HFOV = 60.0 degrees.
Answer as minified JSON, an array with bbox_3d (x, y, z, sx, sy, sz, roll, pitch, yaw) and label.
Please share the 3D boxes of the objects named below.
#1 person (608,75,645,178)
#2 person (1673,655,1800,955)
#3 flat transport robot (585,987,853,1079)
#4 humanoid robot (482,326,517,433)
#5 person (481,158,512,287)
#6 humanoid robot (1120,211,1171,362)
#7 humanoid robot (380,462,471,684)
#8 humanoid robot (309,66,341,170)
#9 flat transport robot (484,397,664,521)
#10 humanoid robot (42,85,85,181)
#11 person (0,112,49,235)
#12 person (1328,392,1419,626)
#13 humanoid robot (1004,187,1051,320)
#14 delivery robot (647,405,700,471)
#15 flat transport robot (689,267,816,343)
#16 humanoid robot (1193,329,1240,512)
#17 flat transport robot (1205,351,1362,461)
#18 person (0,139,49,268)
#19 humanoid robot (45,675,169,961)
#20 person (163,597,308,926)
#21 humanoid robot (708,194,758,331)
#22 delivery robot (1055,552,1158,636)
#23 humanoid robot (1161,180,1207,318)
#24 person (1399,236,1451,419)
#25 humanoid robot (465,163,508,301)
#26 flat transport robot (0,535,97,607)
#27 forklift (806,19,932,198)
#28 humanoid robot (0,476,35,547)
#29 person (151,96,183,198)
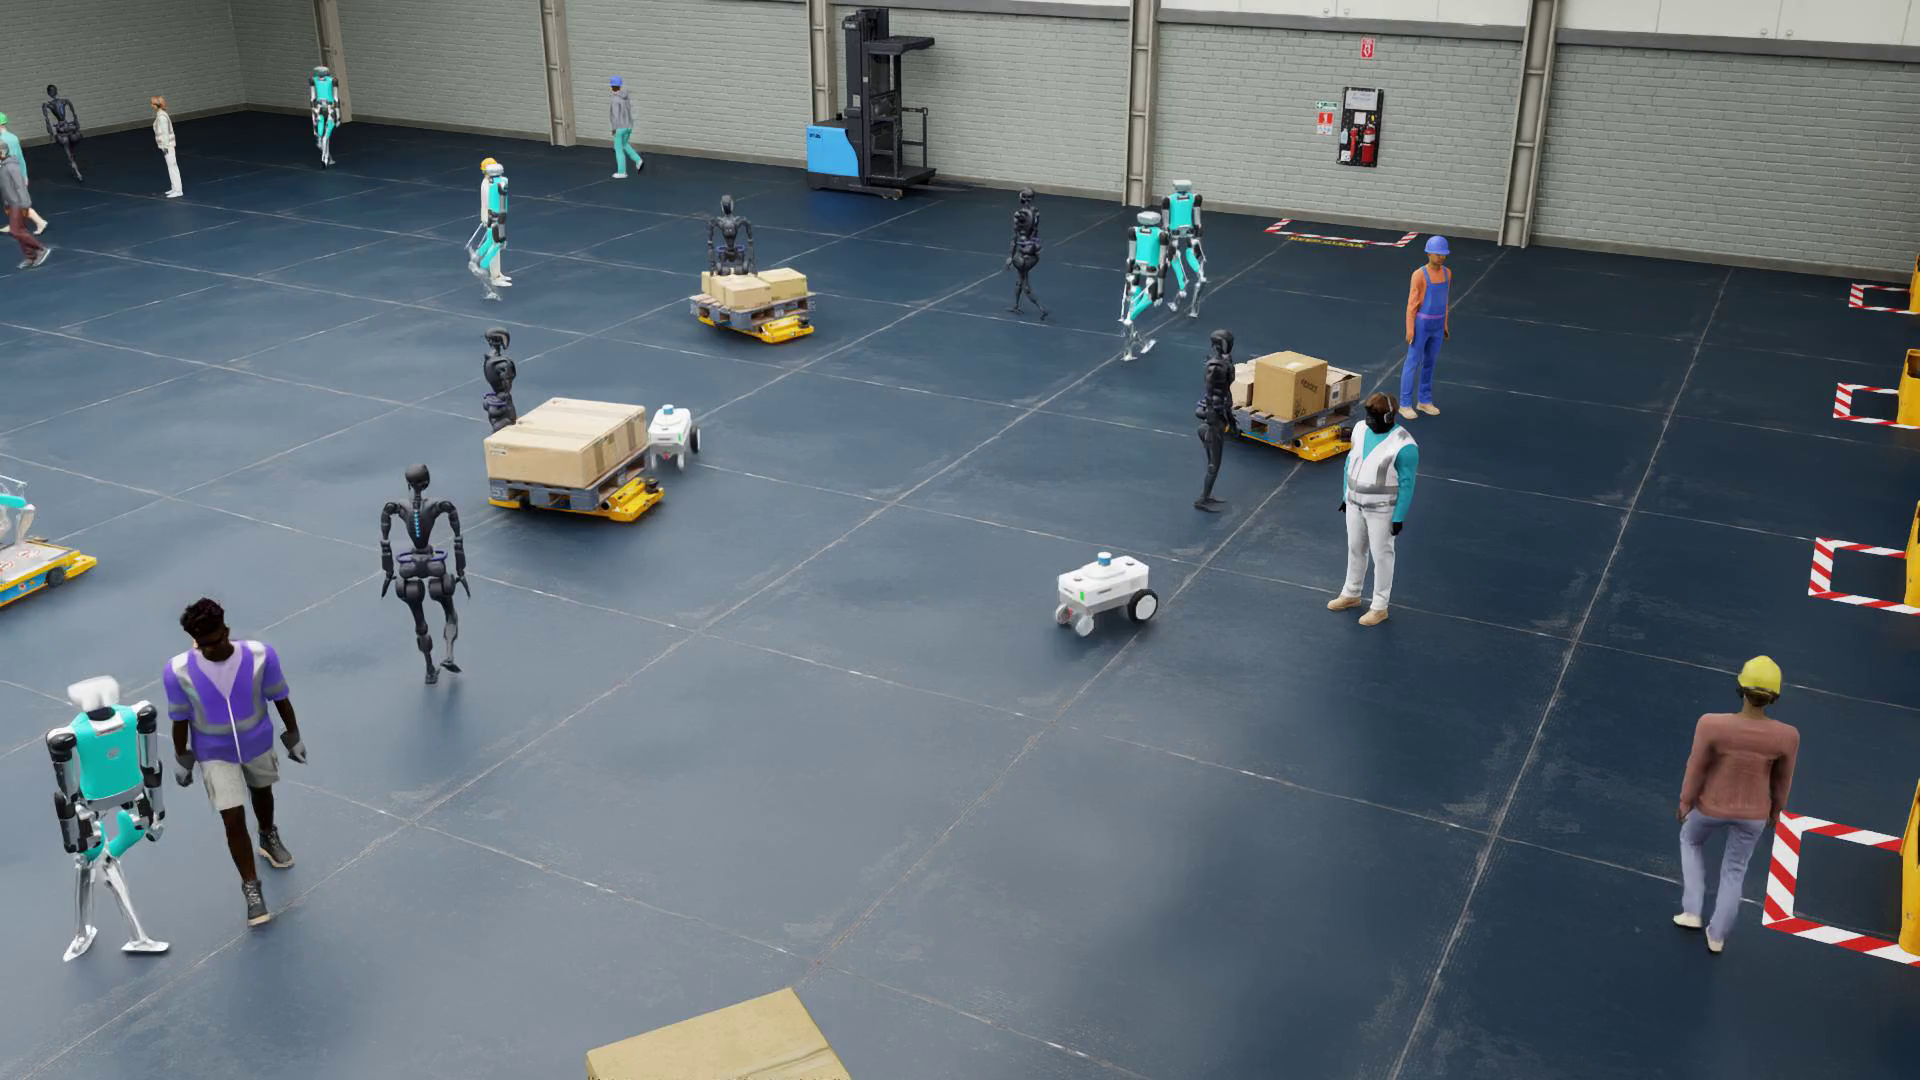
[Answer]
[{"bbox_3d":[-5.873,-7.212,29.048,0.474,1.762,0.556,8,25,19],"label":"person"},{"bbox_3d":[4.159,1.424,8.968,0.540,1.750,0.399,6,24,14],"label":"person"},{"bbox_3d":[-0.885,3.168,6.788,0.659,0.231,1.431,-1,23,-2],"label":"flat transport robot"},{"bbox_3d":[-4.113,-1.140,15.029,0.351,1.645,0.602,-12,26,-25],"label":"humanoid robot"},{"bbox_3d":[-6.238,-4.253,22.253,0.316,1.695,0.481,-6,24,-13],"label":"person"},{"bbox_3d":[1.986,-2.797,18.853,0.541,1.748,1.019,18,29,36],"label":"humanoid robot"},{"bbox_3d":[-3.808,0.259,11.783,0.615,1.647,0.392,-5,24,-10],"label":"humanoid robot"},{"bbox_3d":[-11.494,-7.562,29.925,0.555,1.774,0.962,0,23,0],"label":"humanoid robot"},{"bbox_3d":[-3.505,-0.432,15.169,1.431,0.231,0.659,7,24,15],"label":"flat transport robot"},{"bbox_3d":[-15.544,-7.080,28.927,0.727,1.628,0.584,17,28,34],"label":"humanoid robot"},{"bbox_3d":[-14.198,-5.481,24.932,0.880,1.842,0.520,3,23,7],"label":"person"},{"bbox_3d":[3.157,-0.250,12.753,0.429,1.841,0.632,-14,27,-30],"label":"person"},{"bbox_3d":[0.863,-3.576,20.773,0.743,1.654,0.584,15,28,31],"label":"humanoid robot"},{"bbox_3d":[-2.819,-1.025,16.175,0.499,0.586,0.773,-1,23,-1],"label":"delivery robot"},{"bbox_3d":[-2.522,-2.702,20.454,1.431,0.231,0.659,21,31,40],"label":"flat transport robot"},{"bbox_3d":[2.303,-1.085,14.901,0.324,1.654,0.593,11,26,24],"label":"humanoid robot"},{"bbox_3d":[3.270,-1.141,16.818,0.659,0.231,1.431,-19,30,-37],"label":"flat transport robot"},{"bbox_3d":[-13.109,-4.655,23.059,0.409,1.802,0.549,-21,31,-40],"label":"person"},{"bbox_3d":[-4.615,1.468,8.896,0.878,1.779,0.586,20,30,38],"label":"humanoid robot"},{"bbox_3d":[-4.043,1.183,9.337,0.699,1.894,0.979,-14,27,-29],"label":"person"},{"bbox_3d":[-2.760,-3.367,20.210,0.589,1.656,0.348,-4,24,-8],"label":"humanoid robot"},{"bbox_3d":[1.137,0.389,12.917,0.796,0.613,0.499,-15,28,-31],"label":"delivery robot"},{"bbox_3d":[2.804,-3.520,20.549,0.545,1.749,1.037,-5,24,-12],"label":"humanoid robot"},{"bbox_3d":[4.843,-2.208,17.226,0.533,1.908,0.354,-11,25,-23],"label":"person"},{"bbox_3d":[-6.122,-3.922,21.465,0.697,1.805,0.558,-13,26,-27],"label":"humanoid robot"},{"bbox_3d":[-7.767,0.345,13.358,0.659,0.231,1.431,9,25,20],"label":"flat transport robot"},{"bbox_3d":[-1.573,-7.292,27.850,1.873,2.768,1.129,12,26,25],"label":"forklift"},{"bbox_3d":[-7.918,-0.518,13.503,0.808,1.770,0.535,-19,29,-36],"label":"humanoid robot"},{"bbox_3d":[-13.187,-6.538,27.643,0.306,1.640,0.513,-11,26,-24],"label":"person"}]
